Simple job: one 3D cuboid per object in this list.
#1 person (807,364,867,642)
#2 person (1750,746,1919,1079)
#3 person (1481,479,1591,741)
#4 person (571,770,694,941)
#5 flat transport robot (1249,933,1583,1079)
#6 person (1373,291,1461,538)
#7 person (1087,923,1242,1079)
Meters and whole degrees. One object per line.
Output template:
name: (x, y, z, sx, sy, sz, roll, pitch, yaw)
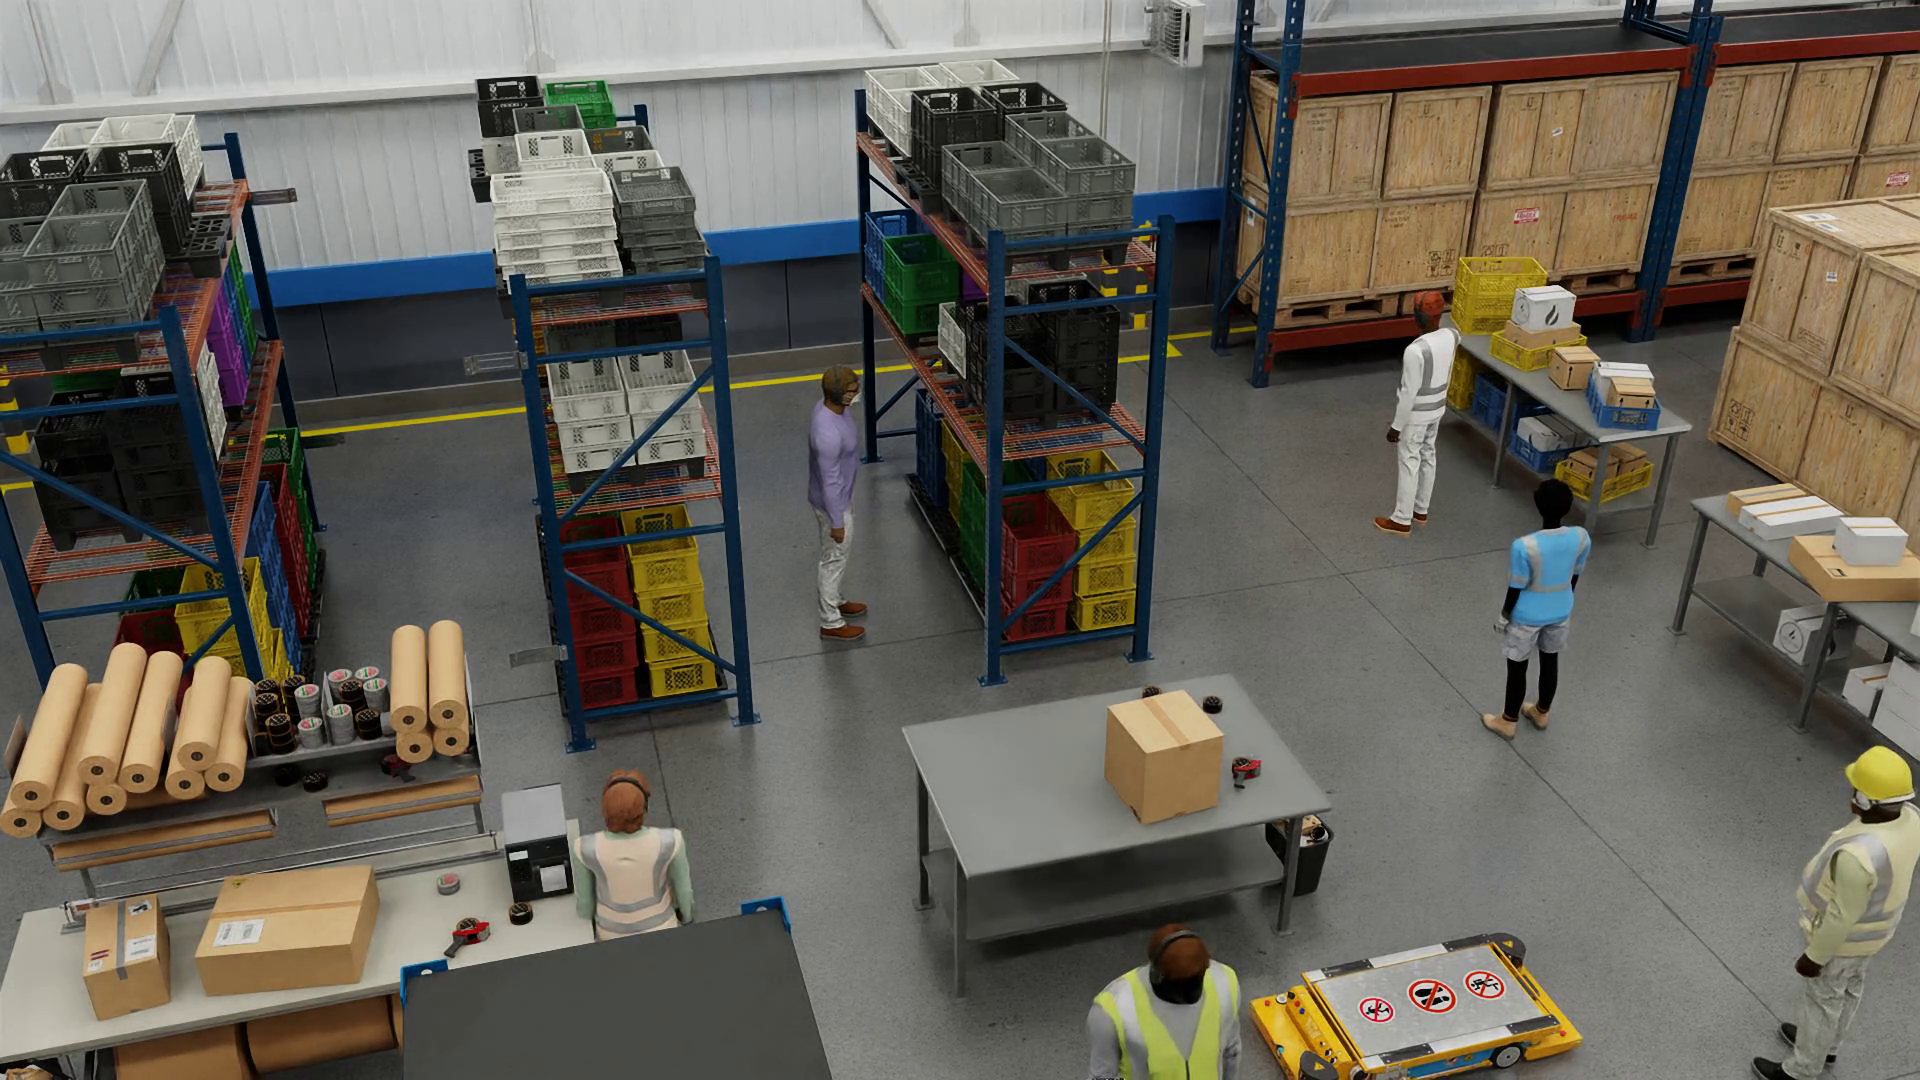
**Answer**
person: (-0.809, -0.247, 10.871, 0.372, 1.932, 0.635, -1, 29, -2)
person: (3.931, 1.708, 7.419, 0.591, 1.829, 0.404, -22, 36, -35)
person: (3.431, 0.421, 9.894, 0.531, 1.697, 0.322, -10, 30, -17)
person: (-1.458, 1.762, 7.524, 0.522, 1.632, 0.317, -5, 29, -10)
flat transport robot: (2.184, 2.282, 7.980, 1.431, 0.197, 0.652, -8, 30, -14)
person: (3.345, -0.924, 12.149, 0.572, 1.887, 0.356, -24, 37, -37)
person: (0.798, 2.220, 6.485, 0.629, 1.836, 0.429, -9, 30, -16)
